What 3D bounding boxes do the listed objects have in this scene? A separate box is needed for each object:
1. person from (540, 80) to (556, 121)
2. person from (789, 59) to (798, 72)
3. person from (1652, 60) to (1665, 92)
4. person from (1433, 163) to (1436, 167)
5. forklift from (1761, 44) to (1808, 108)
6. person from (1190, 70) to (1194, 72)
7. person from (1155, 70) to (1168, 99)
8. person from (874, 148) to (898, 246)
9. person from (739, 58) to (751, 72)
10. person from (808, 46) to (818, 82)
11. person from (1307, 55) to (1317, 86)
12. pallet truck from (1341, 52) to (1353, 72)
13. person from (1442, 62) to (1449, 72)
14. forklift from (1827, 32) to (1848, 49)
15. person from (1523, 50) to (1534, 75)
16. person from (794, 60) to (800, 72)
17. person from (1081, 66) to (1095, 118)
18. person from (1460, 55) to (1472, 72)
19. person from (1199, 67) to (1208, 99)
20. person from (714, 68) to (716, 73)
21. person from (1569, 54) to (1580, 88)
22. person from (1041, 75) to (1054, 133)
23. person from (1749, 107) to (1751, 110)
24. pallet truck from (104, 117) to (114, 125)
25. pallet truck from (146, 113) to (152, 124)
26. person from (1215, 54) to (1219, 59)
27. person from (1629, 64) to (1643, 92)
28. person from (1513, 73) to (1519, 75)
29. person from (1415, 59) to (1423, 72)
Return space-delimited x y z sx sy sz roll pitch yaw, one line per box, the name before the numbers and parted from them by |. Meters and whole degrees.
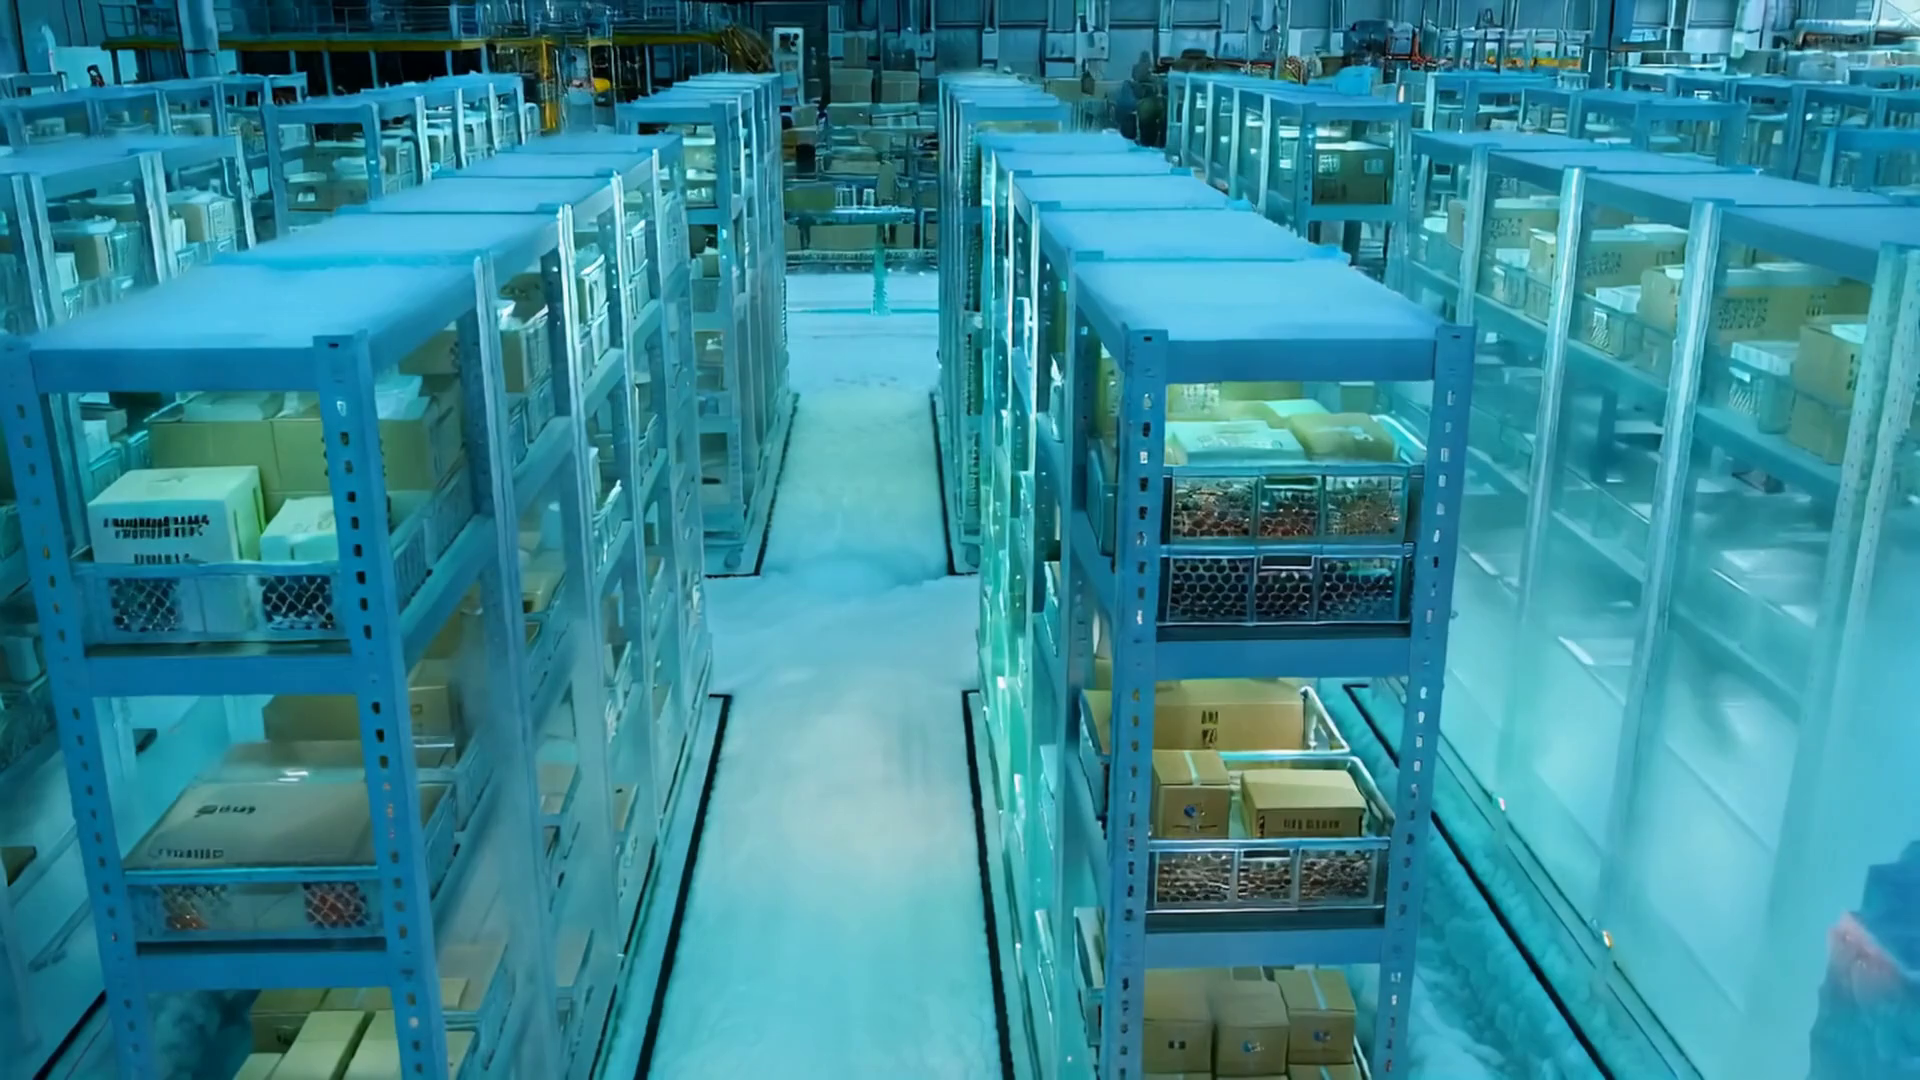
person | -15.495 -16.695 62.523 0.349 1.882 0.584 13 22 36
person | -9.016 -25.781 90.585 0.553 1.936 0.389 -2 18 -7
person | 30.171 -19.734 71.793 0.361 1.964 0.613 -10 20 -27
person | 12.263 -10.369 43.322 0.543 1.649 0.887 0 18 0
forklift | 31.244 -17.279 62.732 1.129 2.768 1.873 -1 18 -2
person | 9.088 -17.683 65.809 0.580 1.739 0.542 17 25 42
person | 7.852 -17.347 64.656 0.507 1.827 0.998 15 23 38
person | -1.359 -6.301 30.548 0.524 1.768 0.311 17 24 42
person | -11.358 -24.798 87.697 0.653 1.823 0.431 -10 20 -28
person | -8.287 -26.919 94.056 0.601 1.948 0.386 -16 24 -41
person | 16.798 -22.177 79.422 0.374 1.933 0.621 -10 21 -29
pallet truck | 18.794 -23.123 82.231 0.823 1.965 1.885 -13 22 -35
person | 21.883 -20.686 75.094 0.284 1.746 0.489 7 19 20
forklift | 46.023 -25.321 87.619 1.129 2.768 1.873 -1 18 -2
person | 30.033 -24.876 87.805 0.861 1.904 0.555 -11 21 -30
person | -8.933 -25.899 91.028 0.470 1.865 0.660 7 19 19
person | 4.976 -17.357 64.425 0.620 1.975 0.693 13 22 35
person | 23.902 -21.930 78.666 0.393 1.920 0.587 -14 22 -36
person | 9.033 -16.648 62.124 0.536 2.000 0.701 10 21 29
person | -14.106 -26.800 93.717 0.939 1.930 0.592 -6 19 -19
person | 29.614 -22.414 80.166 0.378 1.918 0.585 12 21 33
person | 2.847 -14.385 55.173 0.811 2.010 0.635 -11 21 -31
person | 19.105 -9.525 40.315 0.543 1.888 0.658 -1 18 -3
pallet truck | -18.367 -7.885 35.078 1.885 1.965 0.823 1 18 2
pallet truck | -18.087 -8.309 36.390 1.885 1.965 0.823 -1 18 -4
person | 13.515 -24.759 87.777 0.318 1.697 0.533 1 18 2
person | 33.502 -23.119 82.536 0.938 1.801 0.513 5 19 15
person | 19.589 -15.581 59.016 0.466 1.918 0.563 -1 18 -2
person | 20.377 -20.426 73.990 0.372 1.934 0.627 3 18 11
